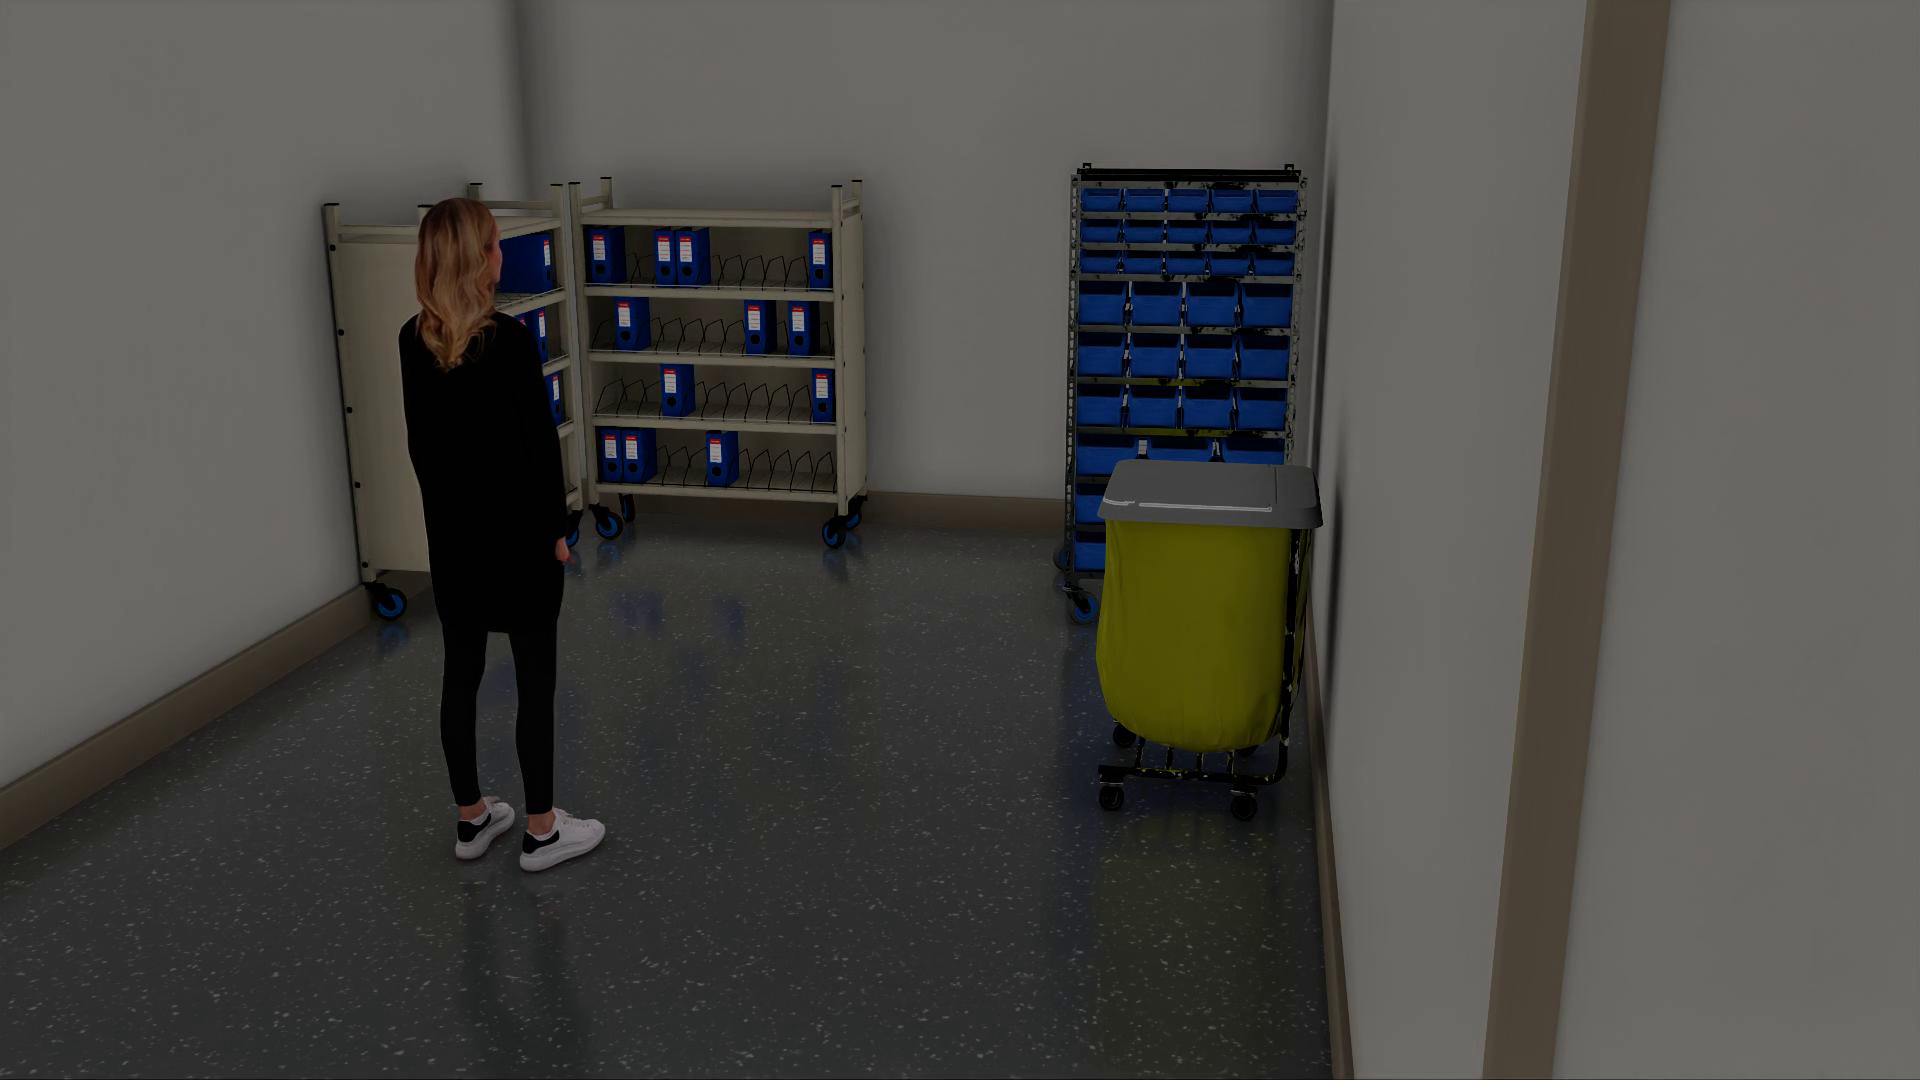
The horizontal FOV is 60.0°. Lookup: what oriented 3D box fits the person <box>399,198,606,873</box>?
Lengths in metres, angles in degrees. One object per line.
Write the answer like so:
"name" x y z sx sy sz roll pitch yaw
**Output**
"person" -1.252 0.006 4.421 0.542 1.802 0.709 6 17 22
